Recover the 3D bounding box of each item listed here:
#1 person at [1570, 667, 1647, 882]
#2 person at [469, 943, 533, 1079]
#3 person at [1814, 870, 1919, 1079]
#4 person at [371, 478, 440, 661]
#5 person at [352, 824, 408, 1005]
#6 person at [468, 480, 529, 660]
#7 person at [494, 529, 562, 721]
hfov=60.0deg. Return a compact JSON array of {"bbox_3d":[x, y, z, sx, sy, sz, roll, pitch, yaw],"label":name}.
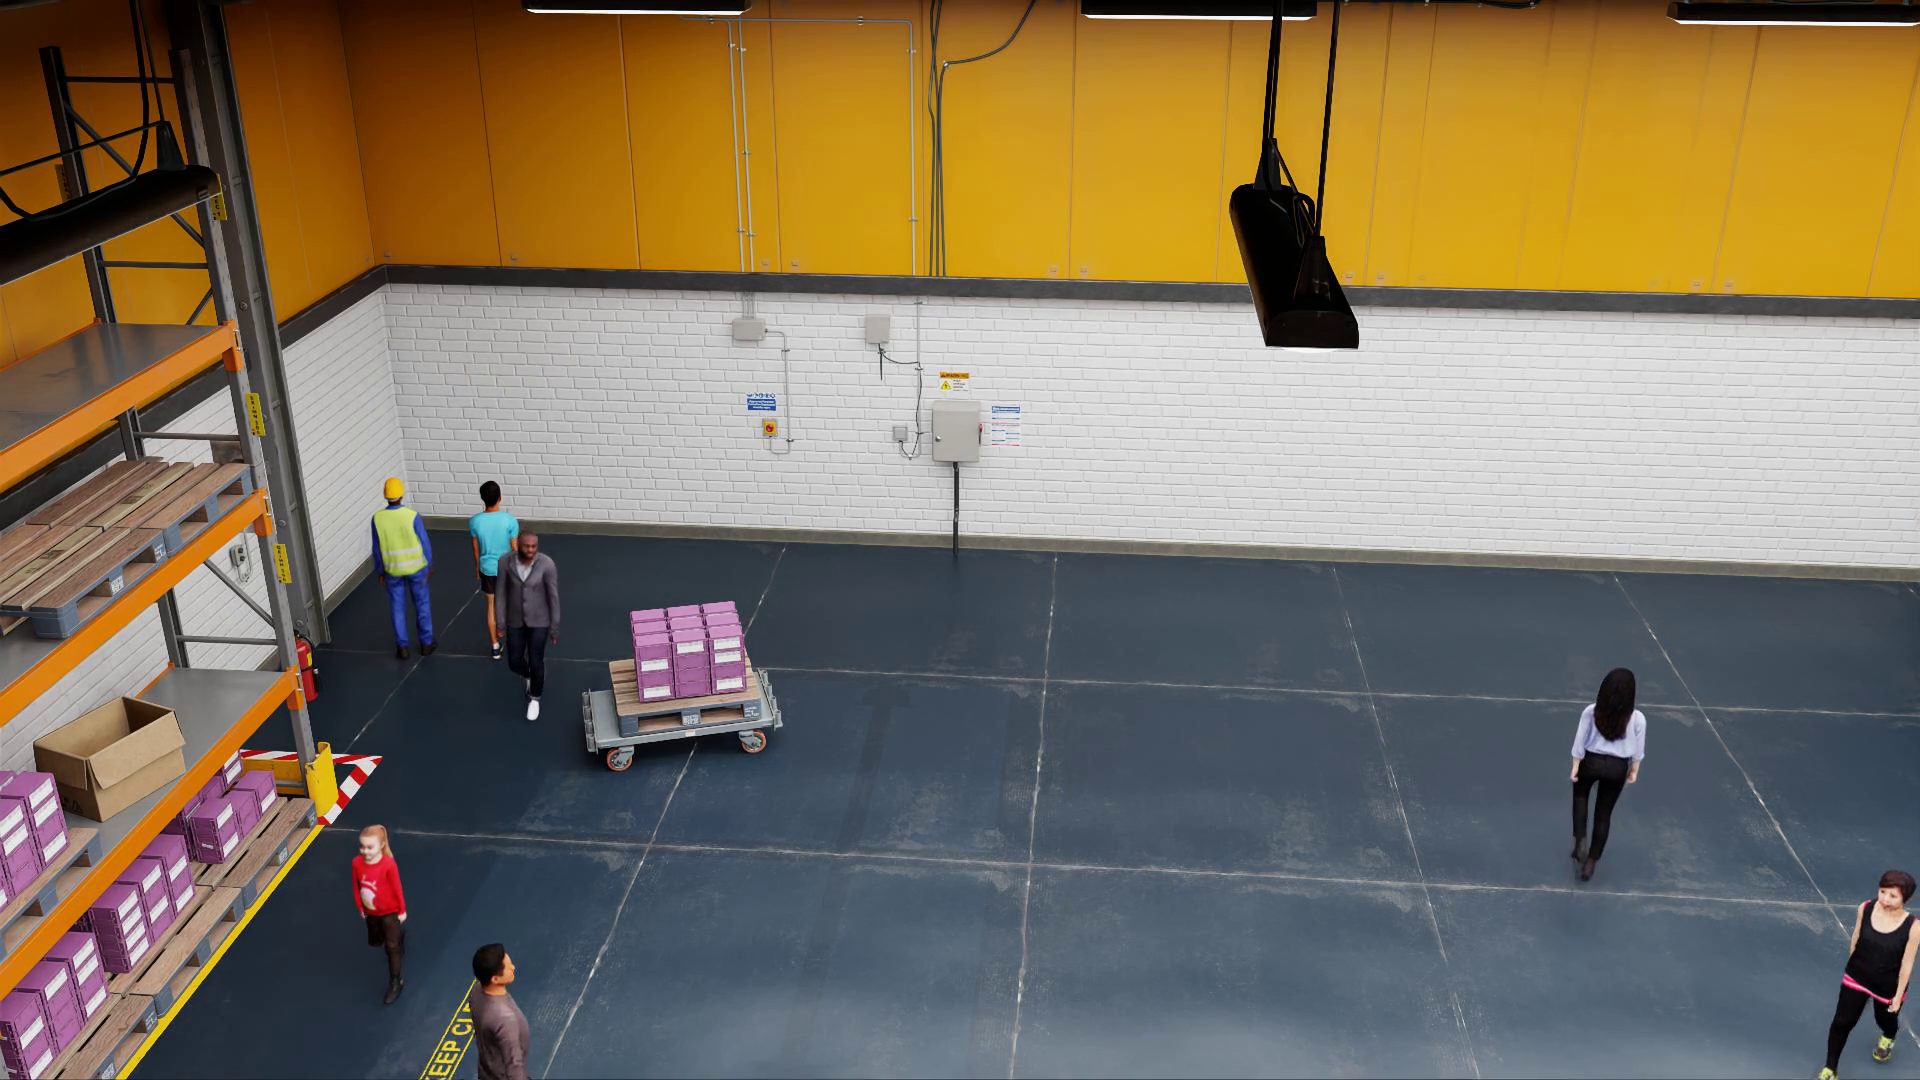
[{"bbox_3d":[4.775,1.782,12.364,0.731,1.731,0.709,7,25,16],"label":"person"},{"bbox_3d":[-2.652,3.057,9.411,0.787,1.760,0.855,19,30,37],"label":"person"},{"bbox_3d":[5.797,2.736,10.446,1.050,1.520,0.961,-21,31,-39],"label":"person"},{"bbox_3d":[-5.254,0.269,15.721,0.754,1.815,0.714,-5,24,-12],"label":"person"},{"bbox_3d":[-3.916,2.482,11.340,0.495,1.268,0.773,2,24,5],"label":"person"},{"bbox_3d":[-4.365,0.291,15.722,0.643,1.773,0.573,-2,24,-5],"label":"person"},{"bbox_3d":[-3.809,0.697,14.765,0.771,1.797,0.774,1,24,2],"label":"person"}]
